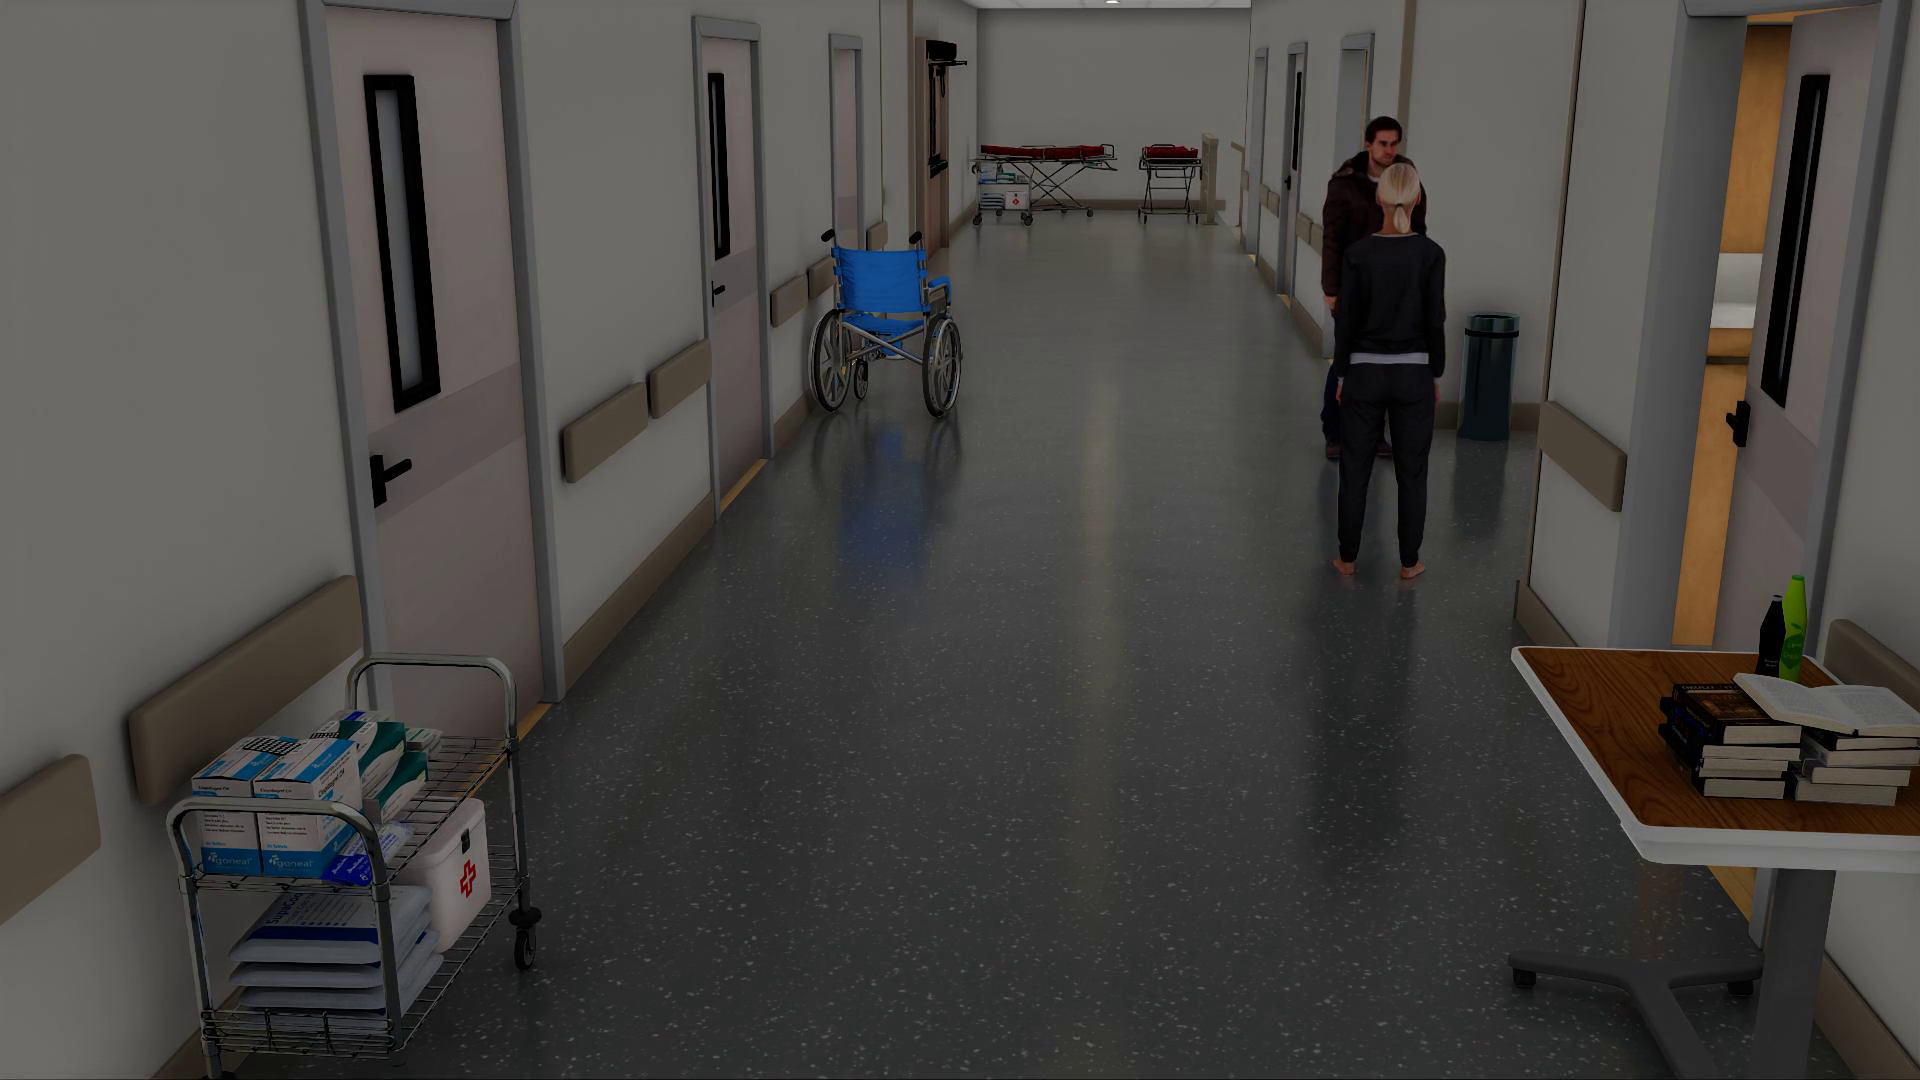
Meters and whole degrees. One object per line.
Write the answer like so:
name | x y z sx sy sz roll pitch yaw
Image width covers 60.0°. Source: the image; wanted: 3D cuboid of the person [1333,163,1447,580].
person | 1.784 -0.697 6.920 0.635 1.724 0.573 4 16 14

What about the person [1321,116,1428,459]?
person | 2.242 -1.370 9.085 0.830 1.844 0.774 -3 16 -11
